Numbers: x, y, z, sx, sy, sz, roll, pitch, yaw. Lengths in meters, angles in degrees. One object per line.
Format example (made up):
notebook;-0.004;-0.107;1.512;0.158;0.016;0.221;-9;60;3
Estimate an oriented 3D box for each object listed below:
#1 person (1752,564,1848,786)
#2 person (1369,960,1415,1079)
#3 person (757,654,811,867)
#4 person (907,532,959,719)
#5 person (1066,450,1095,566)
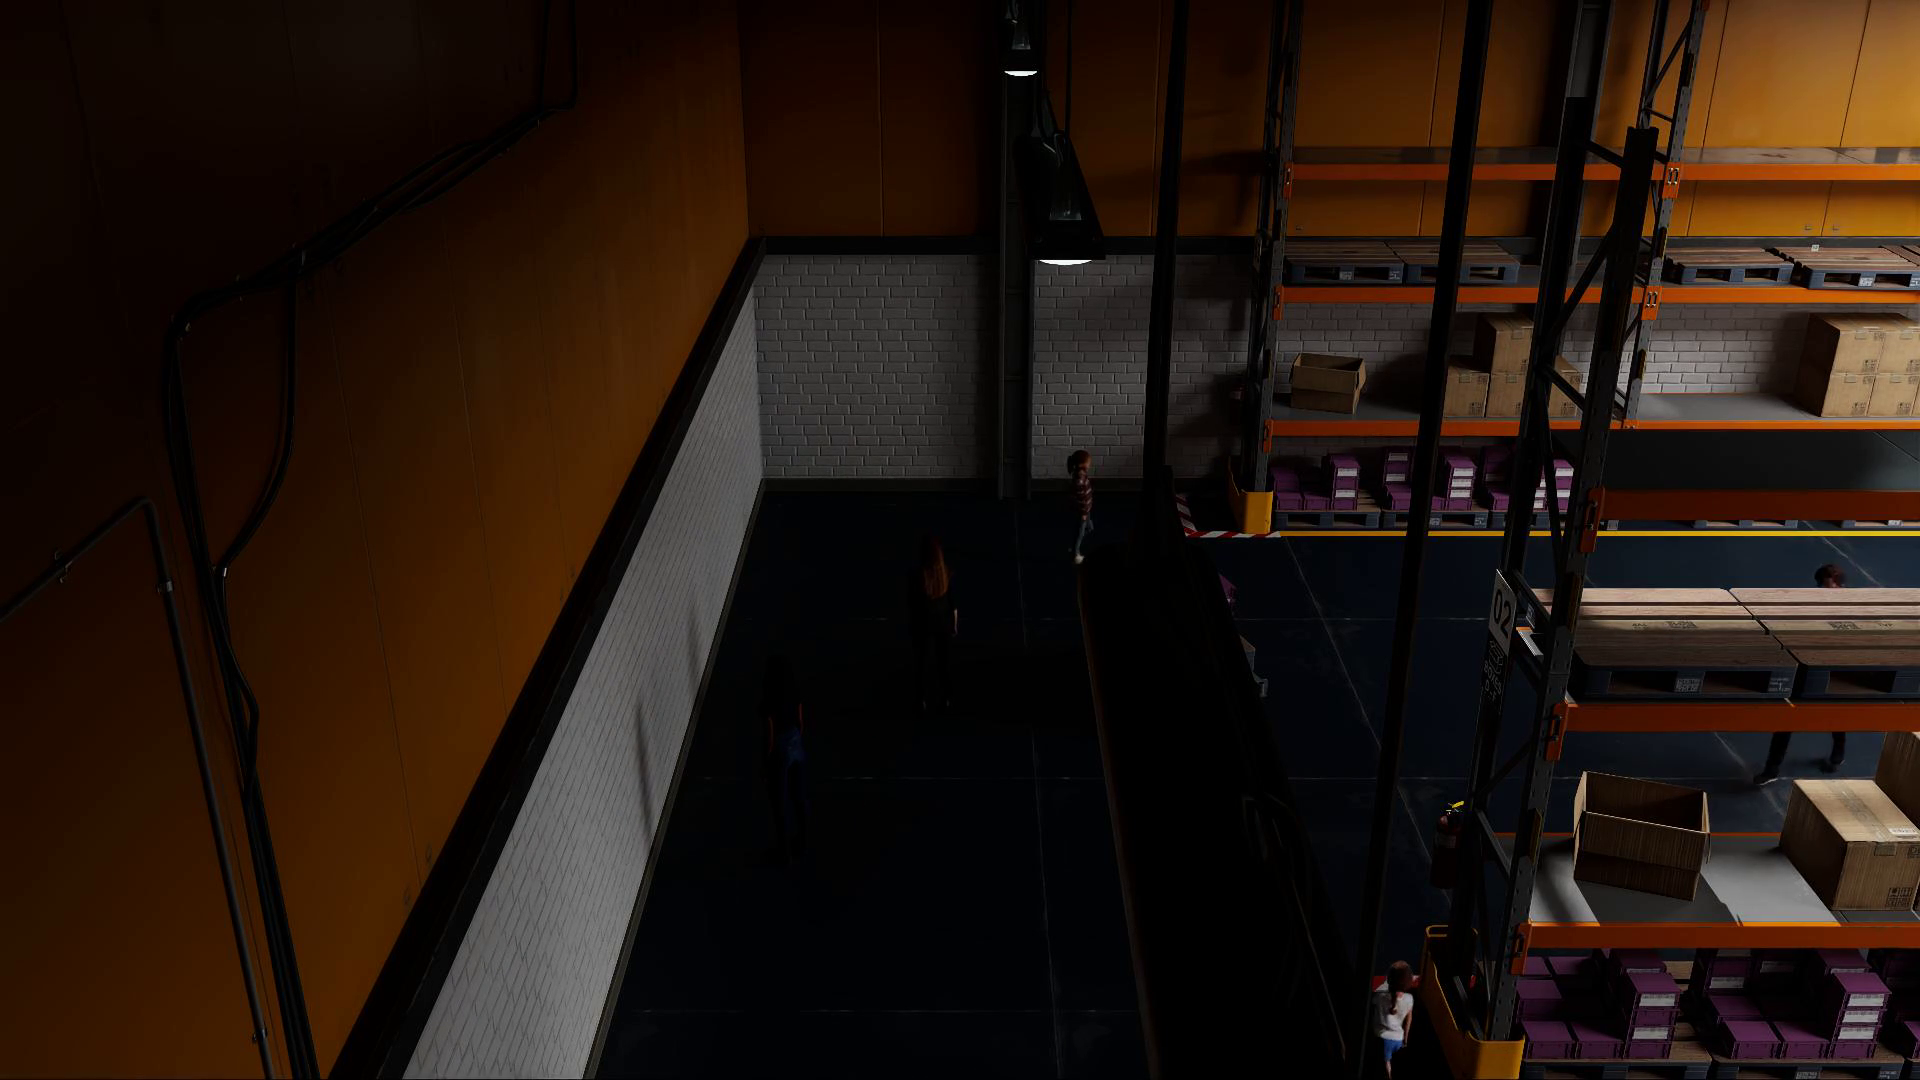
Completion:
person;7.085;1.082;13.631;1.375;1.896;1.236;-19;30;-37
person;2.637;3.080;10.202;0.702;0.981;0.585;-6;24;-13
person;-1.321;1.647;12.534;0.697;1.740;0.642;20;31;38
person;-0.250;0.748;14.632;0.548;1.707;0.699;-4;24;-10
person;1.212;-0.348;17.651;0.536;1.296;0.552;2;24;5
